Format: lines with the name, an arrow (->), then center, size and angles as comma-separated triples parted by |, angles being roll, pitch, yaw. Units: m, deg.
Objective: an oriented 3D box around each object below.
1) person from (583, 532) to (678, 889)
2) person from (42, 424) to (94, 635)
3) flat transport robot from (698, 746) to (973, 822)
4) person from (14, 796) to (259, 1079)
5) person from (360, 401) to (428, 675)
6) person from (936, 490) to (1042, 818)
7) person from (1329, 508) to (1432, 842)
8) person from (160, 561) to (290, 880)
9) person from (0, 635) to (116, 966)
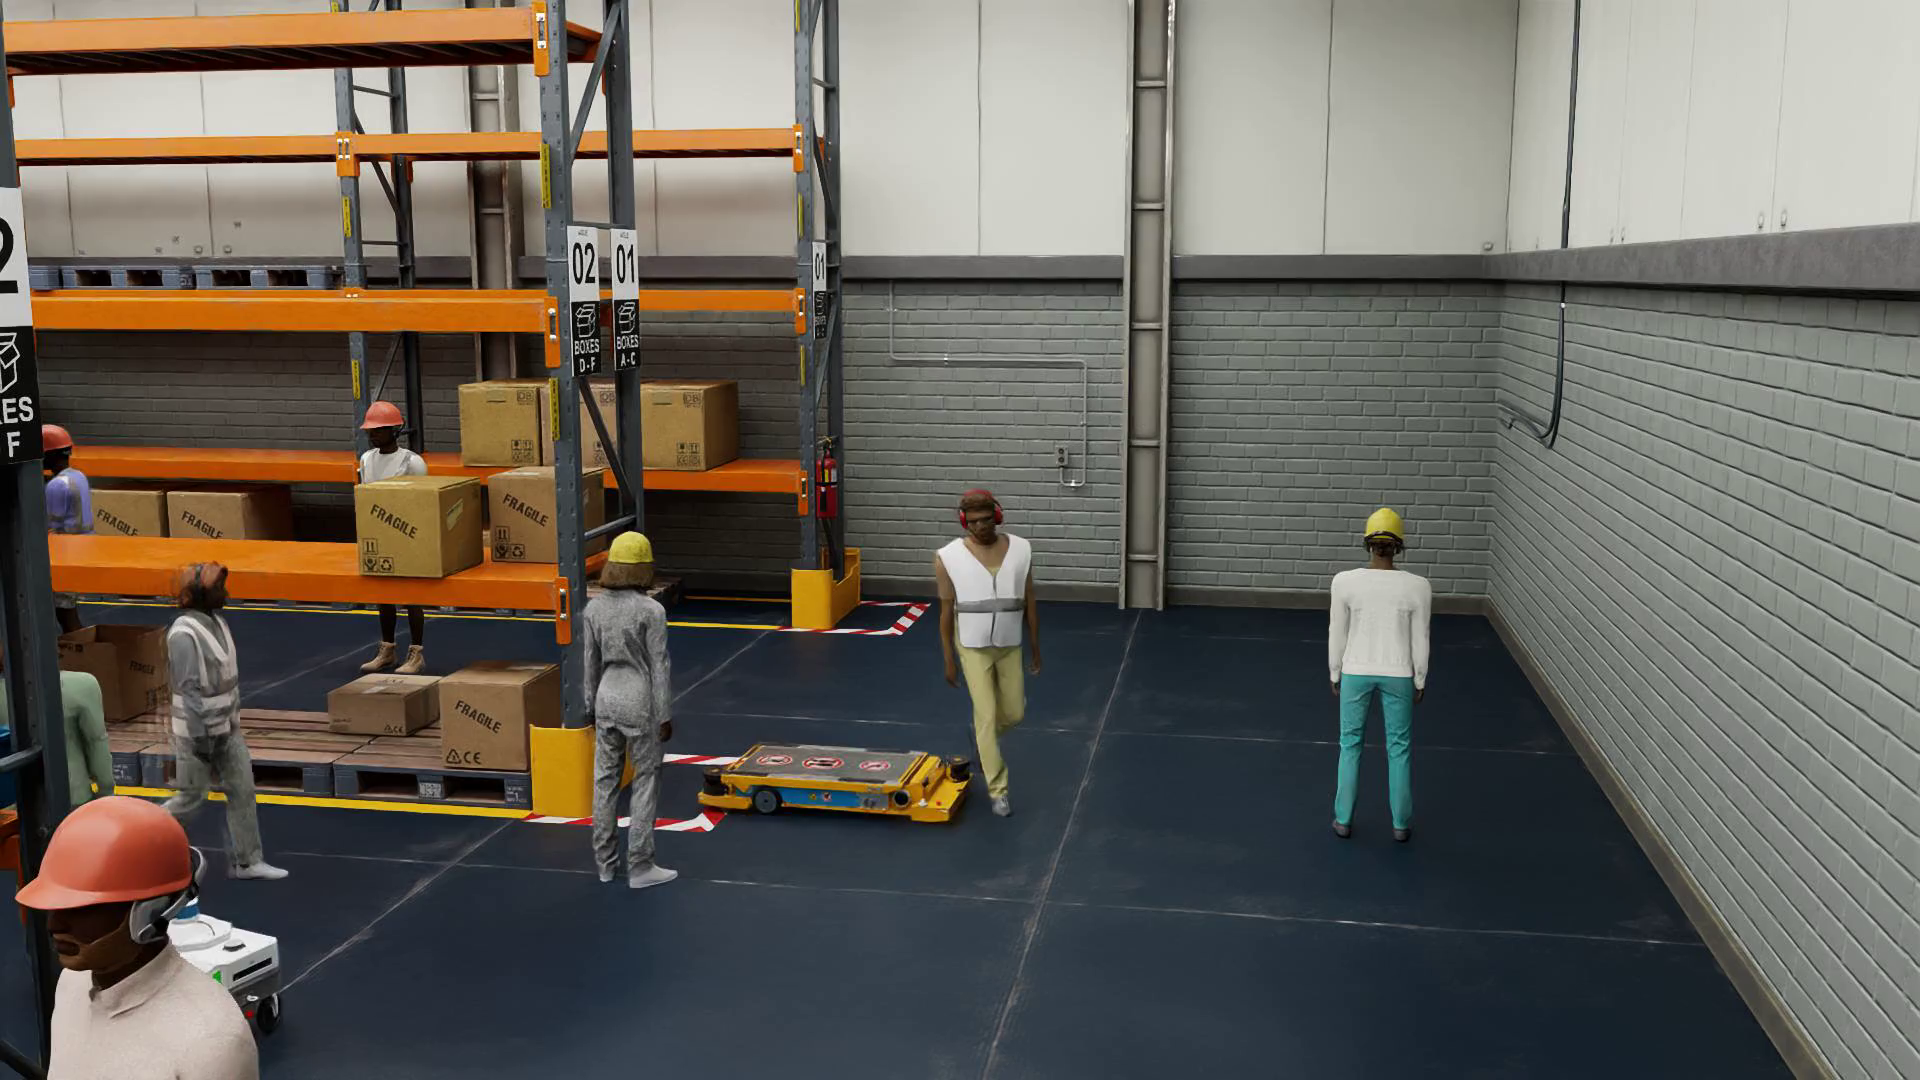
person -> -1.603, 0.823, 8.146 | 0.513, 1.730, 0.363 | 5, 10, 29
person -> -6.373, 0.139, 11.792 | 0.428, 1.920, 0.551 | -3, 10, -16
flat transport robot -> -0.689, 1.351, 9.375 | 1.431, 0.197, 0.652 | 2, 9, 12
person -> -1.601, 1.470, 3.299 | 0.612, 1.997, 0.375 | 6, 11, 33
person -> -4.209, -0.003, 12.298 | 0.605, 2.044, 0.374 | 4, 10, 24
person -> 0.144, 0.599, 9.333 | 0.609, 1.806, 0.707 | -3, 10, -19
person -> 2.207, 0.709, 8.782 | 0.519, 1.759, 0.345 | 2, 9, 14
person -> -3.698, 0.900, 8.019 | 0.696, 1.612, 0.521 | 0, 9, 0
person -> -3.765, 1.081, 6.852 | 0.544, 1.623, 0.349 | -3, 10, -19
